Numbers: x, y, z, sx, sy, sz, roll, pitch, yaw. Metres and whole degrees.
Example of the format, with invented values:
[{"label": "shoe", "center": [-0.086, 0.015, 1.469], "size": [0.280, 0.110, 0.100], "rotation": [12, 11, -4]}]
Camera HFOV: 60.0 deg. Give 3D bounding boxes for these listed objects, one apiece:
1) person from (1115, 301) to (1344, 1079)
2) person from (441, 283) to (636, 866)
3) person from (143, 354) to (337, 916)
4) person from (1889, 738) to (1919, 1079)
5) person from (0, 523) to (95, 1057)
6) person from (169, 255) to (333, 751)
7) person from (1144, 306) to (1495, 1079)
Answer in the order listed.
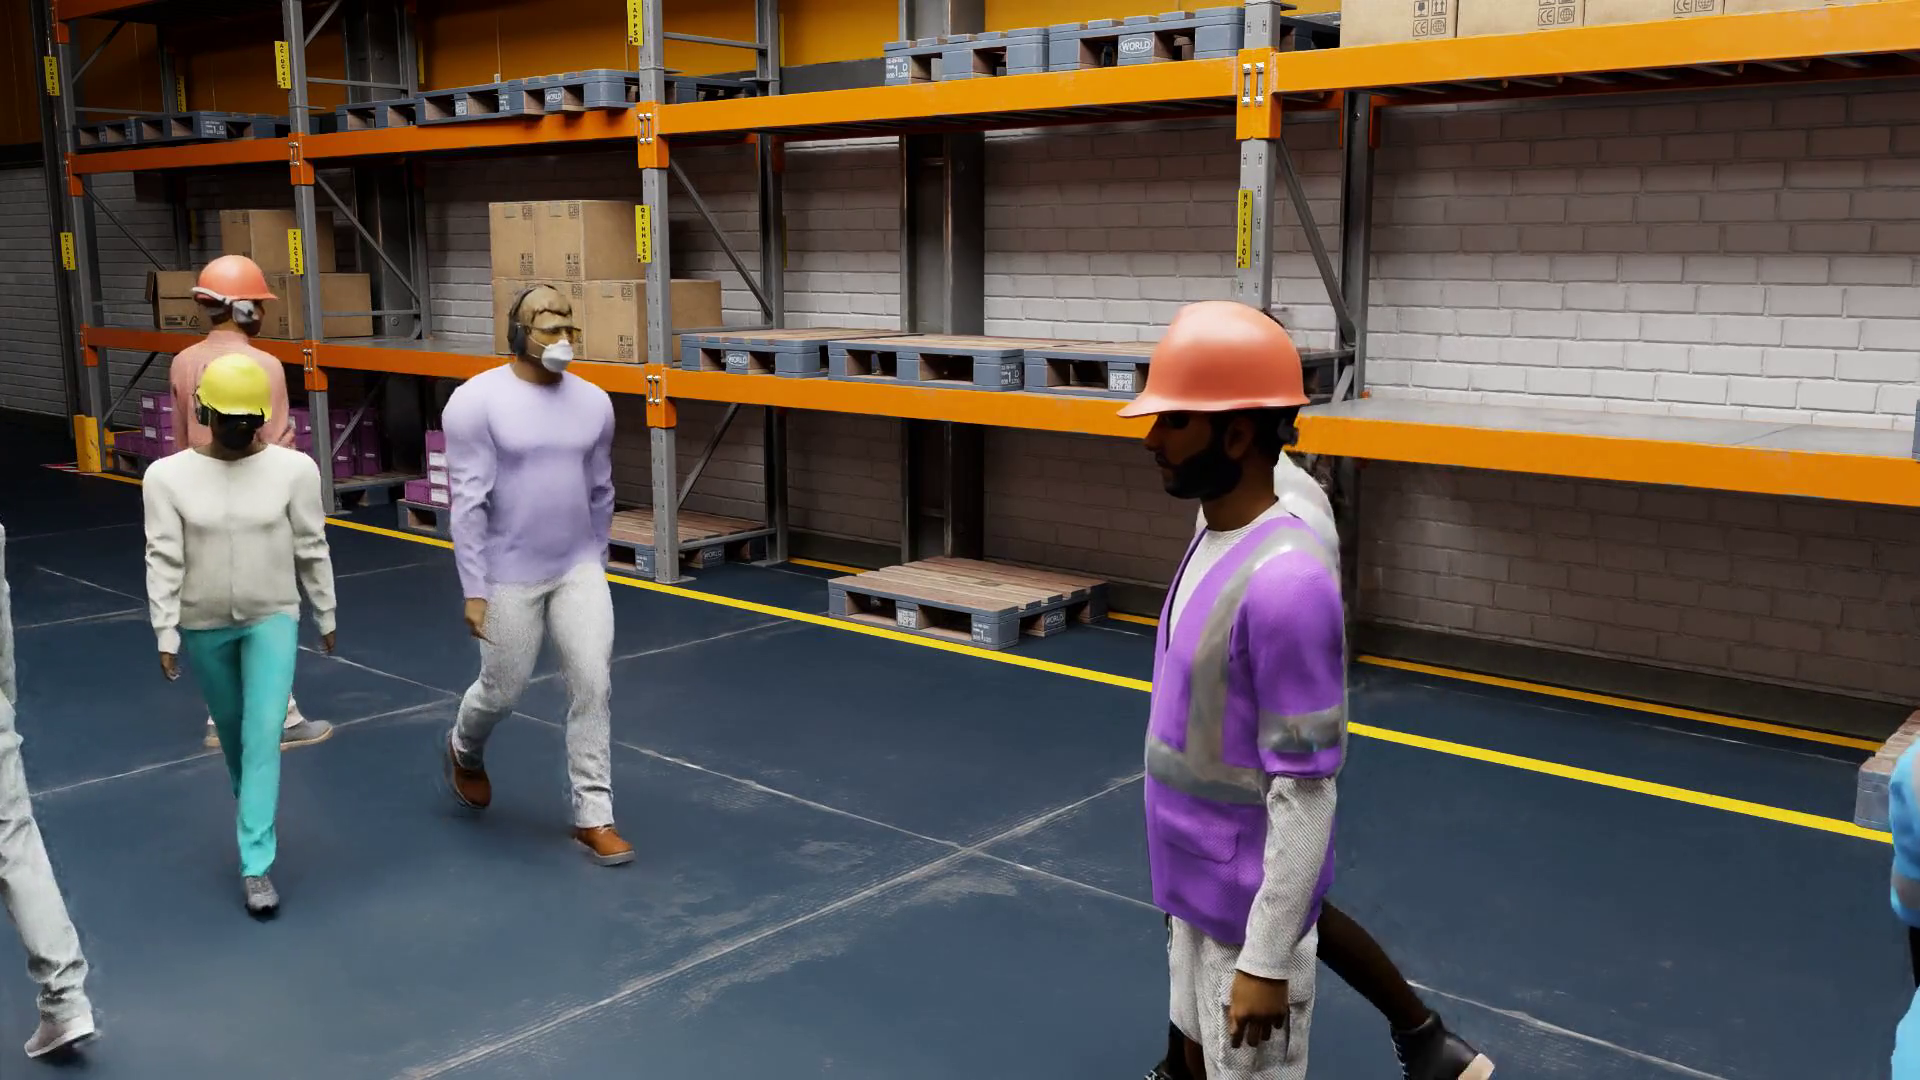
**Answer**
[{"label": "person", "center": [0.434, 0.574, 2.805], "size": [0.366, 1.935, 0.552], "rotation": [-1, 10, -5]}, {"label": "person", "center": [-1.444, 0.101, 5.572], "size": [0.633, 1.914, 0.875], "rotation": [-9, 13, -41]}, {"label": "person", "center": [-2.274, 0.257, 5.302], "size": [0.534, 1.703, 0.907], "rotation": [-3, 10, -17]}, {"label": "person", "center": [1.574, 0.793, 2.299], "size": [0.738, 1.662, 0.545], "rotation": [-5, 11, -27]}, {"label": "person", "center": [-2.540, 0.461, 4.143], "size": [0.885, 1.703, 0.494], "rotation": [6, 12, 31]}, {"label": "person", "center": [-2.875, -0.140, 6.708], "size": [0.621, 1.992, 0.392], "rotation": [5, 11, 25]}, {"label": "person", "center": [0.735, 0.452, 3.603], "size": [0.908, 1.916, 0.627], "rotation": [0, 10, 1]}]
